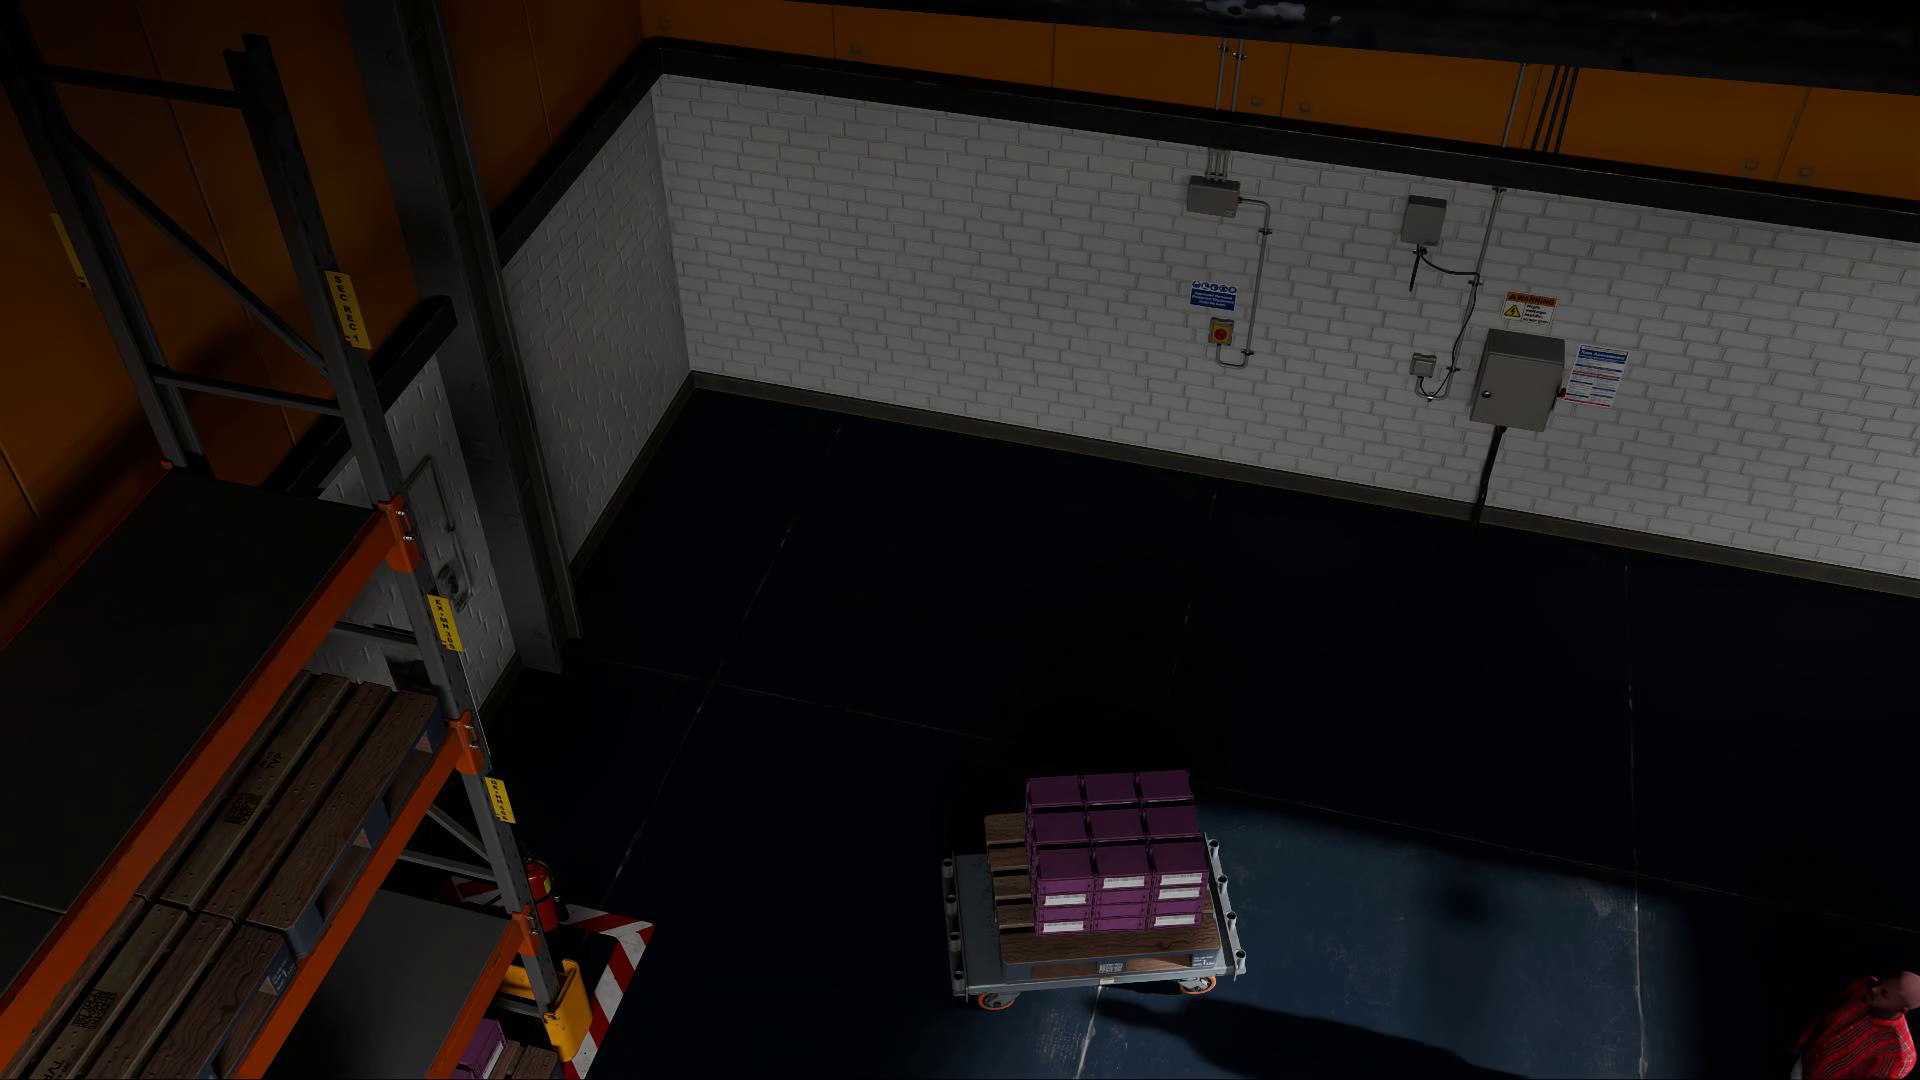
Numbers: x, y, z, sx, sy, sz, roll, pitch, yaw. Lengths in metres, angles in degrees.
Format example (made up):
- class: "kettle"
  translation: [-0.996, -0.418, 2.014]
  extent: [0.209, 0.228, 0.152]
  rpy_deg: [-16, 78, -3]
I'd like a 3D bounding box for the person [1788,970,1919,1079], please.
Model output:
- class: "person"
  translation: [4.304, 2.635, 8.184]
  extent: [0.777, 1.820, 0.609]
  rpy_deg: [0, 44, 0]
